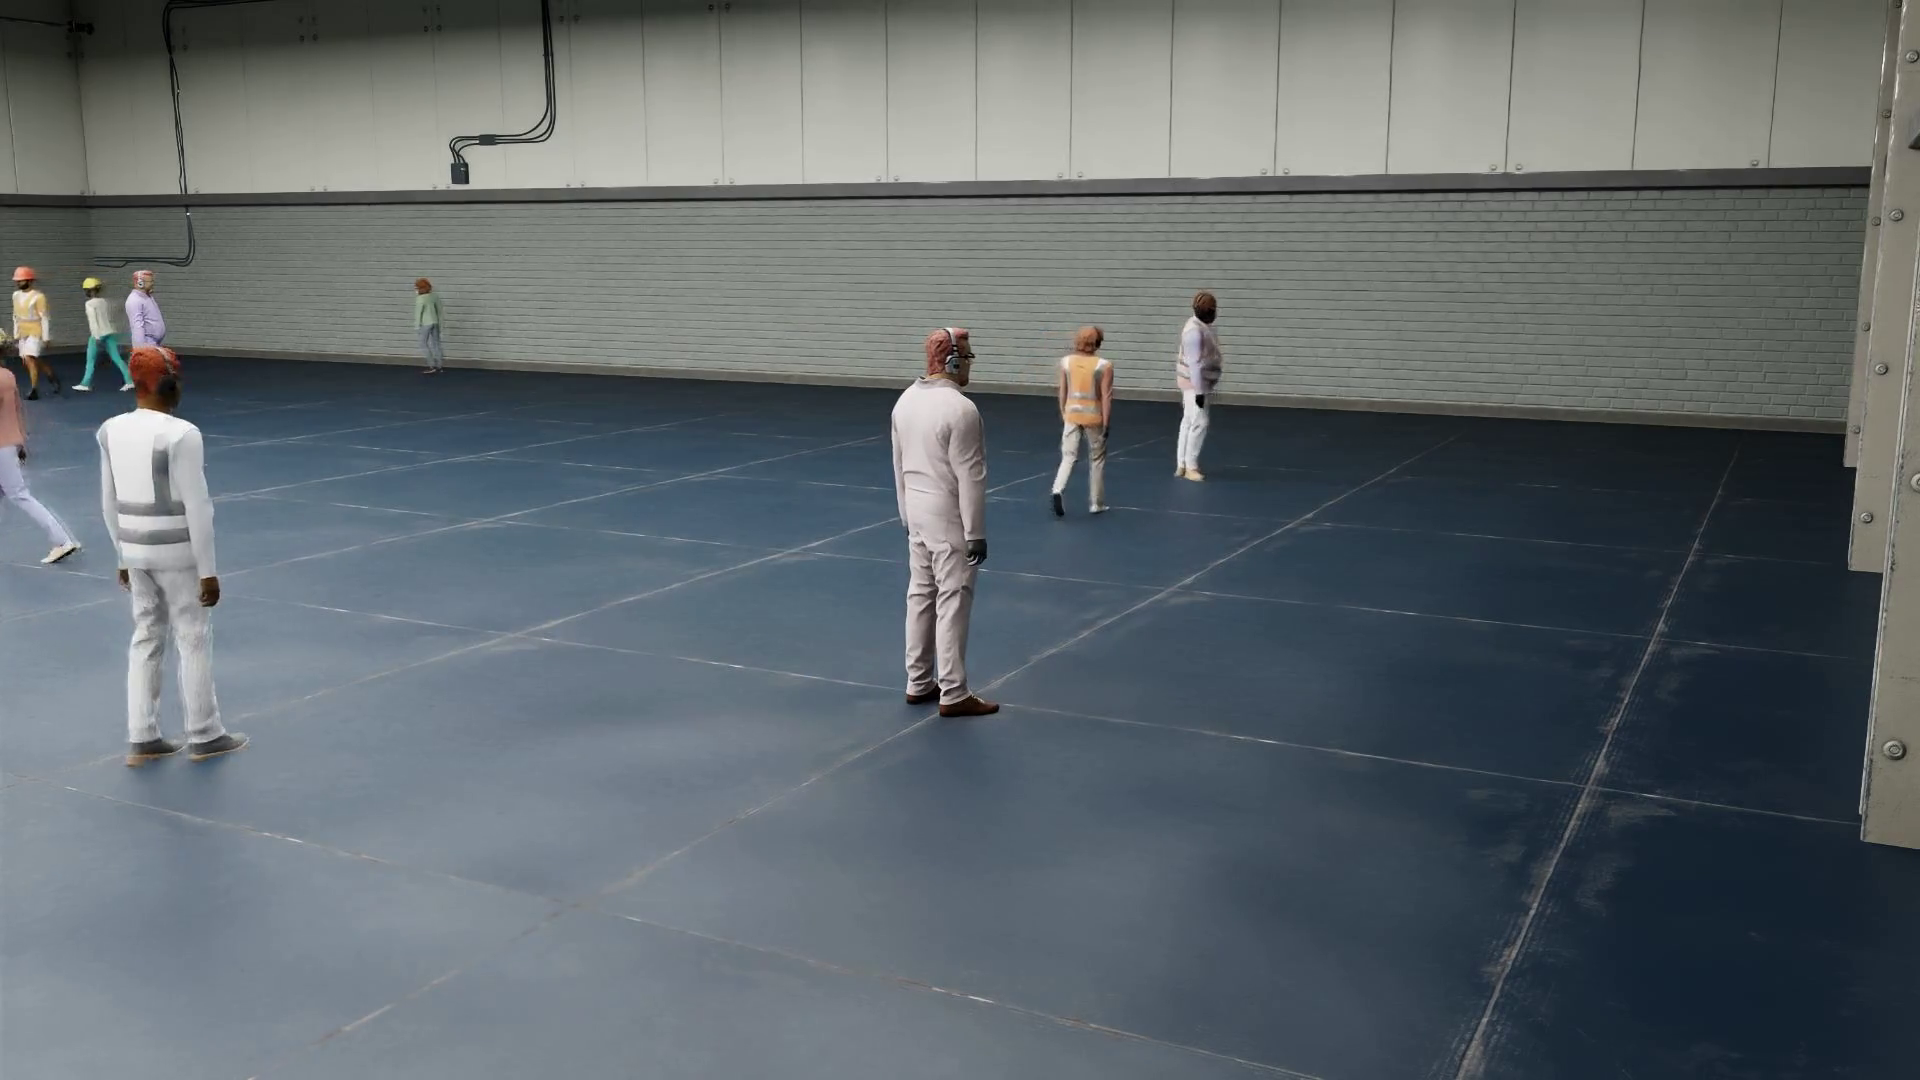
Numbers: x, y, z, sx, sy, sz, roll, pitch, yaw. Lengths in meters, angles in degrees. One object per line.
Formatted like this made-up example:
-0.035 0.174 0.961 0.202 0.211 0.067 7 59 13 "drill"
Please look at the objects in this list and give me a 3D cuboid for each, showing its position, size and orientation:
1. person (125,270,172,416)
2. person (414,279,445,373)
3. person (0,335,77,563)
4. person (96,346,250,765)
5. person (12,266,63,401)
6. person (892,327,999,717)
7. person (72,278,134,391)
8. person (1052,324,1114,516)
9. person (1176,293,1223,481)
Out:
-10.314 -2.466 21.157 0.409 1.909 0.643 -2 11 -13 "person"
-9.106 -3.673 28.548 0.334 1.614 0.596 3 11 18 "person"
-6.804 -0.671 11.861 0.883 1.728 0.532 -2 11 -9 "person"
-3.540 0.081 7.428 0.622 1.876 0.548 4 11 21 "person"
-13.291 -2.972 23.900 0.560 1.916 0.725 4 11 21 "person"
-0.057 -0.089 8.198 0.406 1.906 0.654 -7 12 -33 "person"
-12.939 -3.086 25.075 0.925 1.710 0.547 1 10 7 "person"
1.017 -0.988 13.894 0.516 1.620 0.710 5 12 26 "person"
2.292 -1.471 16.038 0.476 1.805 0.687 3 11 17 "person"
